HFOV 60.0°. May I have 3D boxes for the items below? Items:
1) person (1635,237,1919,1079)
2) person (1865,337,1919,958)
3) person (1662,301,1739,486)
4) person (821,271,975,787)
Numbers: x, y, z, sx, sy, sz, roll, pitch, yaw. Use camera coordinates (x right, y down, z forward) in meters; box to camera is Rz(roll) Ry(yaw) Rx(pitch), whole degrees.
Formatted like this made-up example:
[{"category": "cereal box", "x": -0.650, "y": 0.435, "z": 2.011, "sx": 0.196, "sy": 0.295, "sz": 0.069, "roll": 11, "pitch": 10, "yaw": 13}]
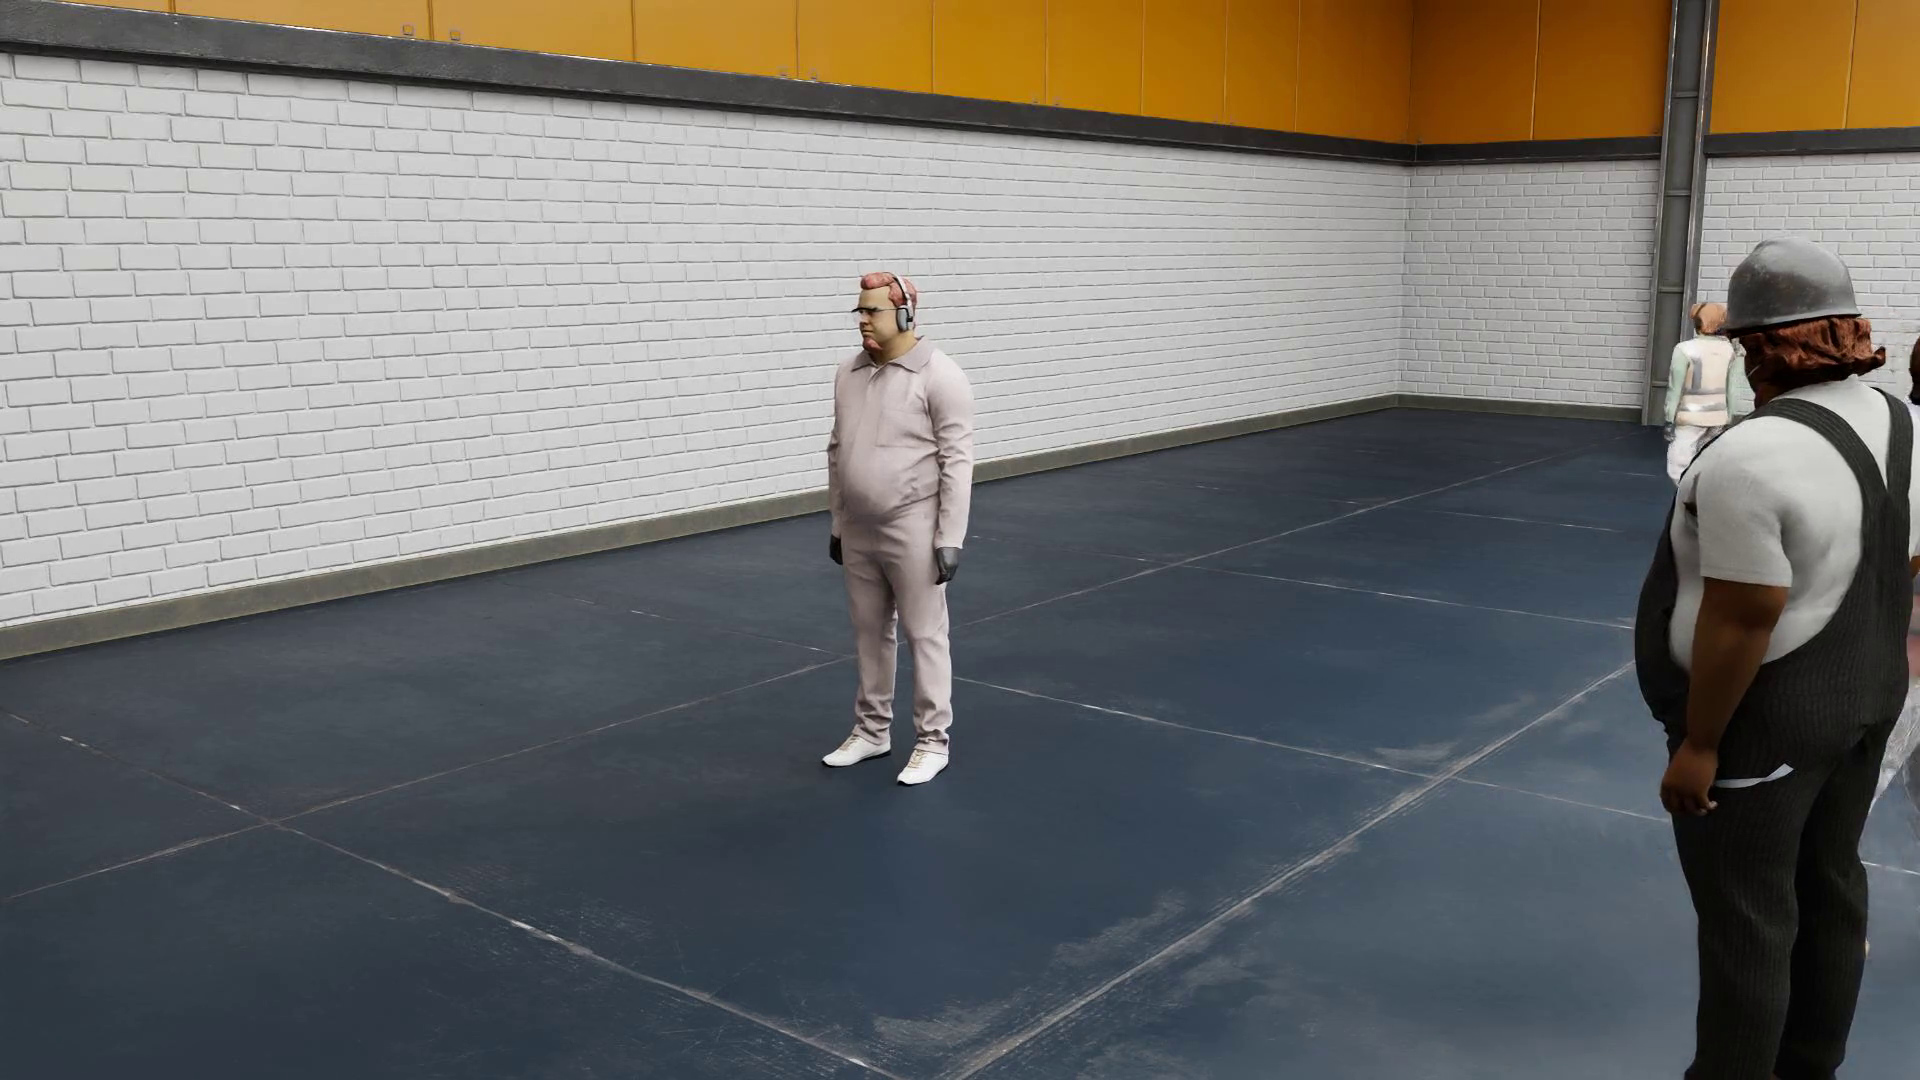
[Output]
[{"category": "person", "x": 1.747, "y": 0.356, "z": 3.658, "sx": 0.674, "sy": 2.000, "sz": 0.537, "roll": -6, "pitch": 12, "yaw": -31}, {"category": "person", "x": 2.724, "y": 0.312, "z": 4.556, "sx": 0.967, "sy": 1.798, "sz": 0.662, "roll": 2, "pitch": 11, "yaw": 14}, {"category": "person", "x": 4.976, "y": -0.781, "z": 11.110, "sx": 0.524, "sy": 1.619, "sz": 0.588, "roll": -3, "pitch": 11, "yaw": -16}, {"category": "person", "x": -0.262, "y": -0.039, "z": 6.220, "sx": 0.644, "sy": 1.907, "sz": 0.400, "roll": 8, "pitch": 13, "yaw": 39}]
